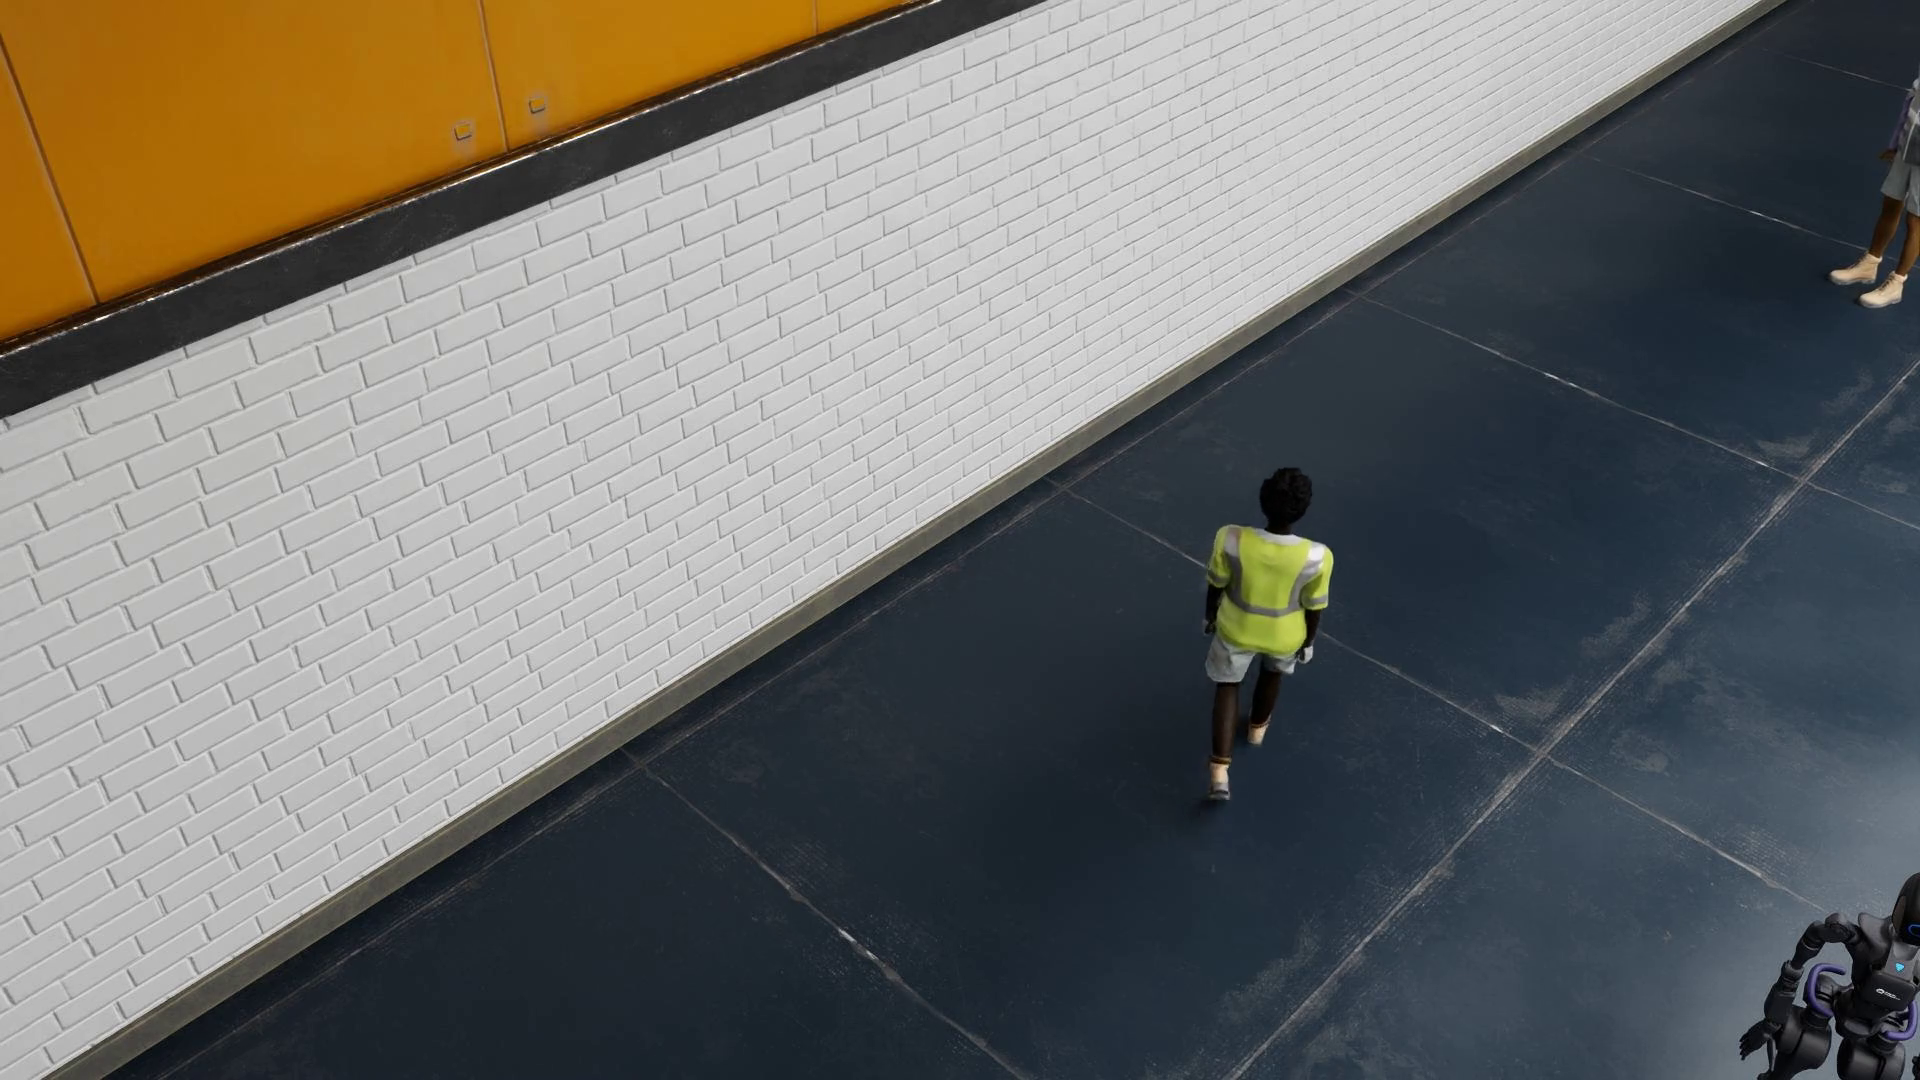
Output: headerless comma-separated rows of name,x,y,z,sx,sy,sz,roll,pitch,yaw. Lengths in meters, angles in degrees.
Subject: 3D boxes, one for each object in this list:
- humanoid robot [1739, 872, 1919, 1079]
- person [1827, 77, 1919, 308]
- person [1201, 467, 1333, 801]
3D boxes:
humanoid robot,3.020,1.701,5.654,0.599,1.657,0.315,17,42,20
person,6.098,-2.438,10.559,0.397,2.032,0.604,-6,39,-8
person,1.310,0.417,7.270,0.532,1.667,0.730,9,39,11
